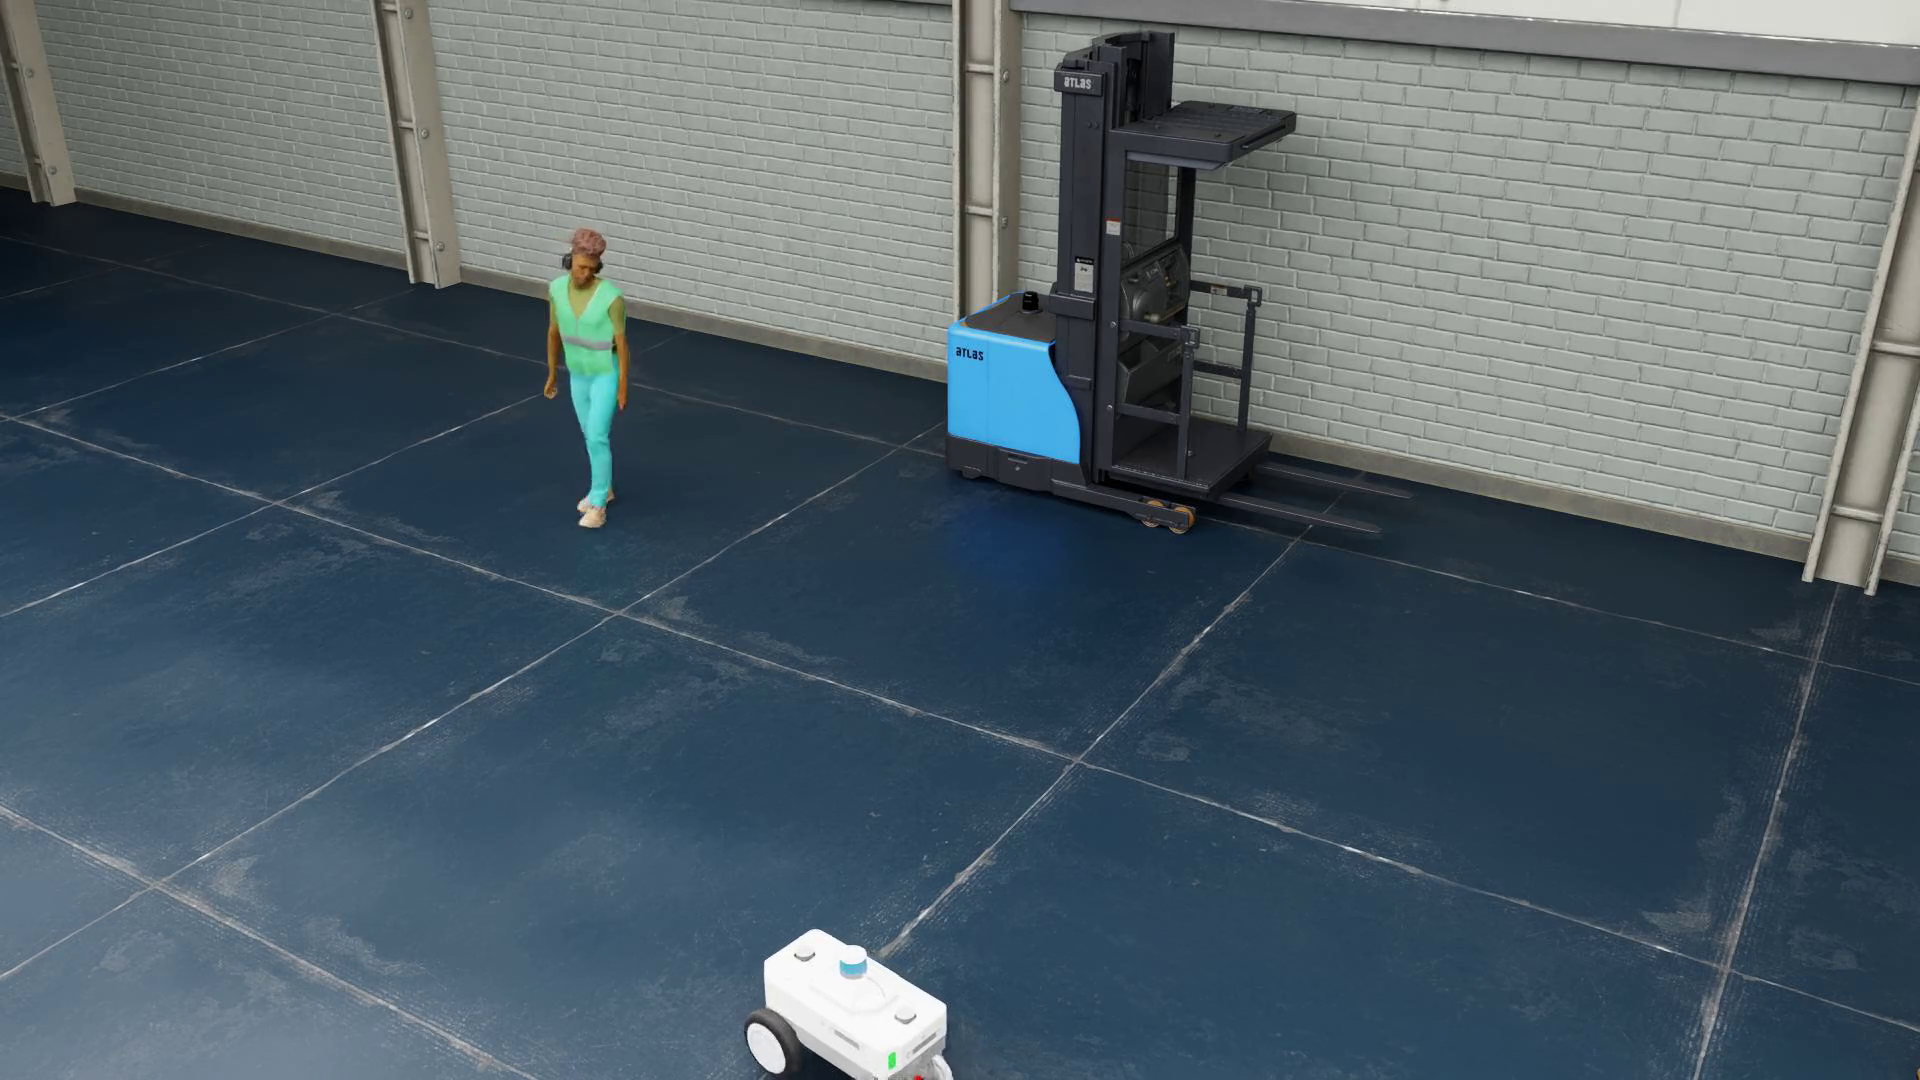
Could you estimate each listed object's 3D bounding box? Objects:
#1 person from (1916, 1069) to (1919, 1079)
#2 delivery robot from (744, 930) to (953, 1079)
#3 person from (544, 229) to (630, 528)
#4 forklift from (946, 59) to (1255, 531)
[{"bbox_3d":[3.777,1.208,5.801,0.580,1.898,0.346,-6,26,-13],"label":"person"},{"bbox_3d":[-0.404,1.776,6.185,0.813,0.610,0.499,20,32,36],"label":"delivery robot"},{"bbox_3d":[-2.360,-1.017,10.465,0.571,1.944,0.634,11,28,22],"label":"person"},{"bbox_3d":[0.933,-1.707,10.833,1.873,2.768,1.129,15,29,28],"label":"forklift"}]
